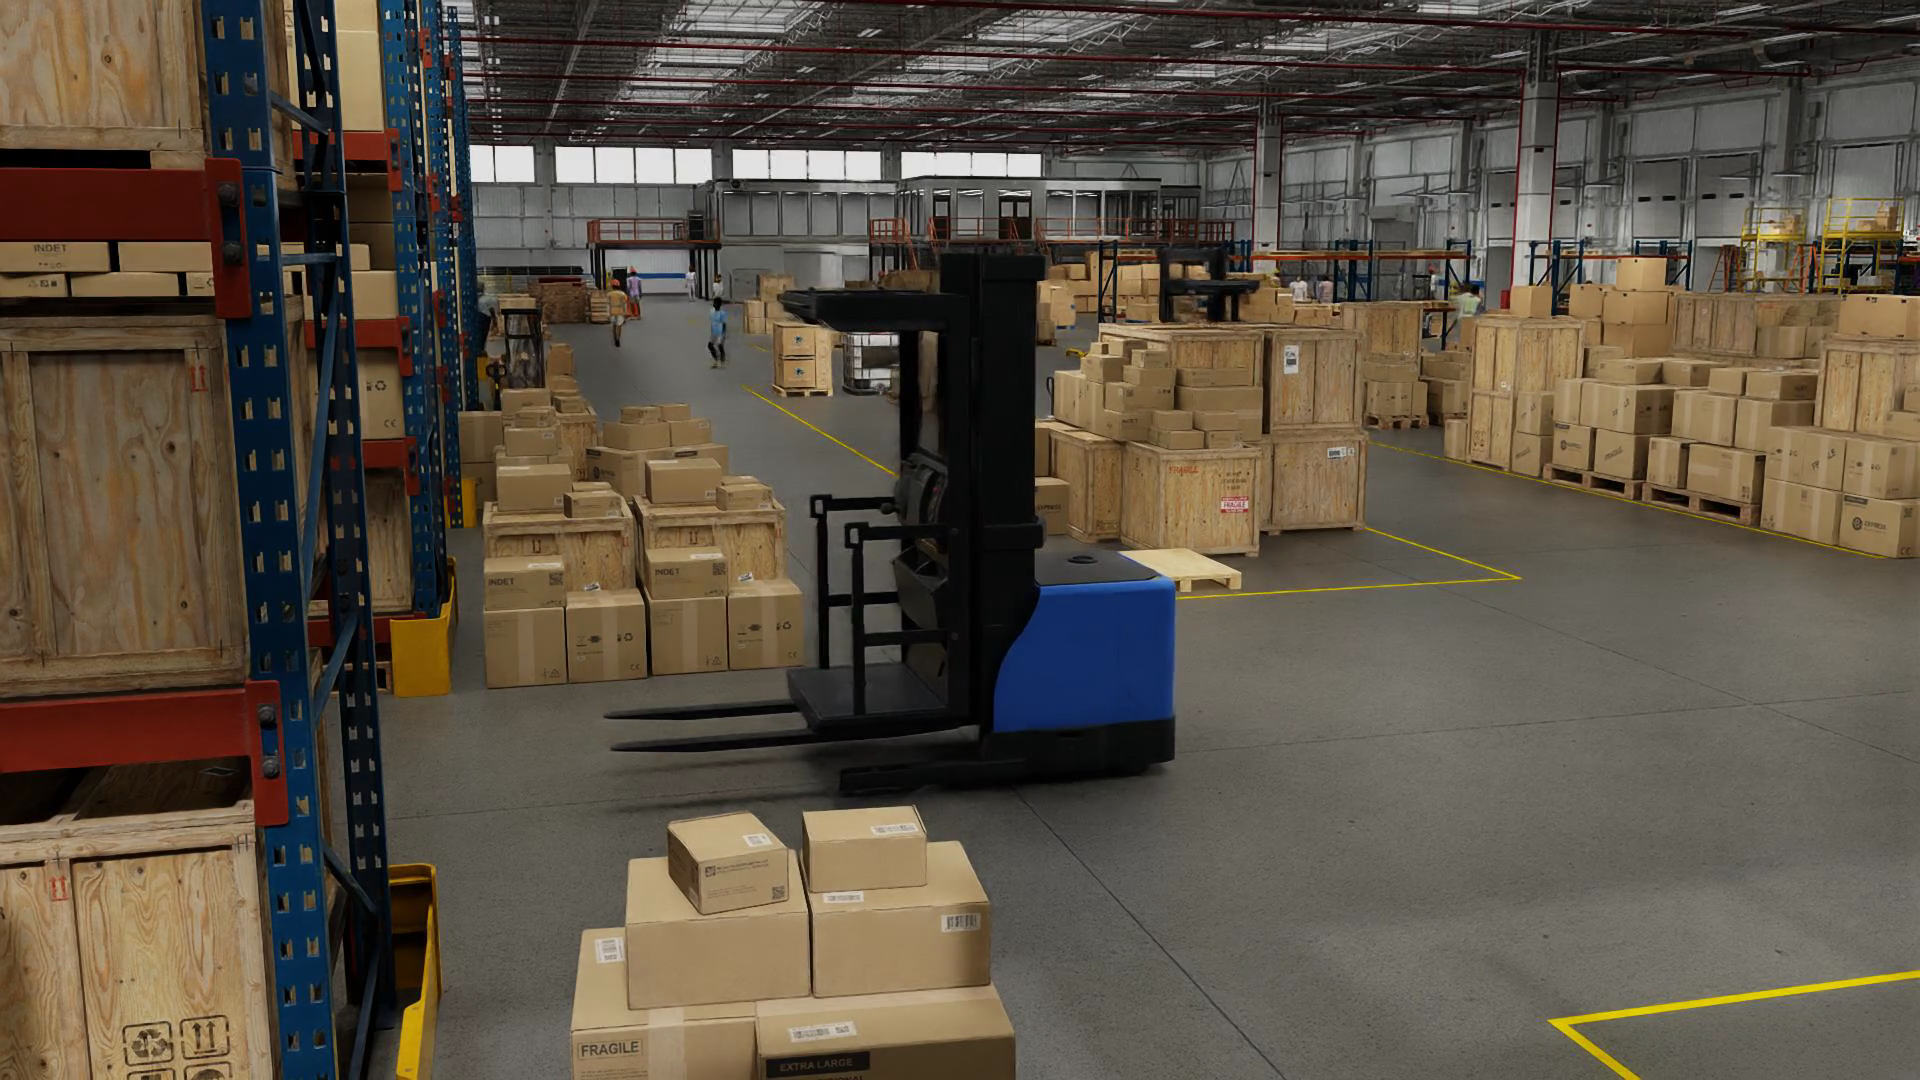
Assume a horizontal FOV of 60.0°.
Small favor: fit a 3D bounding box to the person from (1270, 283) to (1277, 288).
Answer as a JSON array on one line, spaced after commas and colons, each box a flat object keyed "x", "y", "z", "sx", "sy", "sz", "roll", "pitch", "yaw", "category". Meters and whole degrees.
[{"x": 9.947, "y": -7.284, "z": 52.678, "sx": 0.499, "sy": 1.726, "sz": 0.485, "roll": 4, "pitch": 11, "yaw": 21, "category": "person"}]

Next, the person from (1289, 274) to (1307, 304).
[{"x": 12.155, "y": -8.650, "z": 60.017, "sx": 0.665, "sy": 1.869, "sz": 1.070, "roll": 4, "pitch": 11, "yaw": 20, "category": "person"}]

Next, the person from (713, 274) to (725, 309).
[{"x": -8.727, "y": -8.676, "z": 60.208, "sx": 0.328, "sy": 1.861, "sz": 0.501, "roll": 8, "pitch": 13, "yaw": 37, "category": "person"}]

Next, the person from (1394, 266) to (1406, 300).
[{"x": 21.012, "y": -12.125, "z": 79.539, "sx": 0.639, "sy": 1.919, "sz": 0.634, "roll": -1, "pitch": 10, "yaw": -6, "category": "person"}]

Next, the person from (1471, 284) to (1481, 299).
[{"x": 16.282, "y": -7.286, "z": 52.853, "sx": 0.537, "sy": 1.674, "sz": 0.757, "roll": 5, "pitch": 11, "yaw": 27, "category": "person"}]

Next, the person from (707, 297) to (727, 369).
[{"x": -5.713, "y": -4.854, "z": 39.017, "sx": 0.552, "sy": 1.682, "sz": 0.435, "roll": 8, "pitch": 13, "yaw": 39, "category": "person"}]

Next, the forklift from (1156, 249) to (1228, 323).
[{"x": 3.170, "y": -2.608, "z": 22.942, "sx": 1.129, "sy": 2.768, "sz": 1.873, "roll": -3, "pitch": 10, "yaw": -15, "category": "forklift"}]

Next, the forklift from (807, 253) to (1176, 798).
[{"x": 0.166, "y": -0.162, "z": 9.092, "sx": 1.873, "sy": 2.768, "sz": 1.129, "roll": -3, "pitch": 10, "yaw": -15, "category": "forklift"}]

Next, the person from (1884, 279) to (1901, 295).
[{"x": 26.656, "y": -6.480, "z": 47.533, "sx": 0.544, "sy": 1.939, "sz": 0.354, "roll": -3, "pitch": 10, "yaw": -16, "category": "person"}]

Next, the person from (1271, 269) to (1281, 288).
[{"x": 13.594, "y": -10.740, "z": 71.811, "sx": 0.947, "sy": 1.889, "sz": 0.588, "roll": -2, "pitch": 10, "yaw": -13, "category": "person"}]

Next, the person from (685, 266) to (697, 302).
[{"x": -13.774, "y": -13.091, "z": 85.216, "sx": 0.589, "sy": 1.854, "sz": 0.781, "roll": -2, "pitch": 10, "yaw": -13, "category": "person"}]

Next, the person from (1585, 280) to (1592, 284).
[{"x": 19.068, "y": -6.984, "z": 50.653, "sx": 0.508, "sy": 1.845, "sz": 0.345, "roll": -4, "pitch": 11, "yaw": -24, "category": "person"}]

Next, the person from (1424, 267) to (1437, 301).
[{"x": 21.295, "y": -11.383, "z": 75.352, "sx": 0.587, "sy": 1.915, "sz": 0.612, "roll": -1, "pitch": 10, "yaw": -3, "category": "person"}]

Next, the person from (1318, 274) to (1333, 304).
[{"x": 13.615, "y": -8.988, "z": 62.044, "sx": 0.633, "sy": 1.828, "sz": 0.445, "roll": -1, "pitch": 10, "yaw": -7, "category": "person"}]

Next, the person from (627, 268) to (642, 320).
[{"x": -12.712, "y": -9.587, "z": 64.830, "sx": 0.615, "sy": 2.040, "sz": 0.391, "roll": -7, "pitch": 12, "yaw": -36, "category": "person"}]

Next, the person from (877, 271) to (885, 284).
[{"x": -2.793, "y": -8.658, "z": 59.708, "sx": 0.396, "sy": 1.992, "sz": 0.622, "roll": 7, "pitch": 12, "yaw": 36, "category": "person"}]

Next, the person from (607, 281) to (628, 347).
[{"x": -9.862, "y": -6.500, "z": 47.826, "sx": 0.550, "sy": 1.890, "sz": 1.011, "roll": 0, "pitch": 10, "yaw": 0, "category": "person"}]

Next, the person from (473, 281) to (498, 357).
[{"x": -12.039, "y": -5.552, "z": 41.986, "sx": 0.692, "sy": 2.000, "sz": 1.028, "roll": 3, "pitch": 10, "yaw": 16, "category": "person"}]

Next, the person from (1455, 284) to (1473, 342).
[{"x": 13.271, "y": -5.756, "z": 43.633, "sx": 0.892, "sy": 1.921, "sz": 0.645, "roll": -8, "pitch": 13, "yaw": -40, "category": "person"}]

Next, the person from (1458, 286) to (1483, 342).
[{"x": 13.176, "y": -5.624, "z": 42.950, "sx": 1.015, "sy": 1.866, "sz": 0.606, "roll": -7, "pitch": 12, "yaw": -36, "category": "person"}]

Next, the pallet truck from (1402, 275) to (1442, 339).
[{"x": 14.620, "y": -7.324, "z": 52.145, "sx": 0.823, "sy": 1.965, "sz": 1.885, "roll": 8, "pitch": 13, "yaw": 40, "category": "pallet truck"}]

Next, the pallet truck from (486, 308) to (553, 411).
[{"x": -6.242, "y": -2.418, "z": 24.362, "sx": 0.823, "sy": 1.965, "sz": 1.885, "roll": 1, "pitch": 10, "yaw": 3, "category": "pallet truck"}]

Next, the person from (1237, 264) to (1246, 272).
[{"x": 16.268, "y": -15.012, "z": 95.834, "sx": 0.629, "sy": 1.954, "sz": 1.004, "roll": 0, "pitch": 10, "yaw": -1, "category": "person"}]
